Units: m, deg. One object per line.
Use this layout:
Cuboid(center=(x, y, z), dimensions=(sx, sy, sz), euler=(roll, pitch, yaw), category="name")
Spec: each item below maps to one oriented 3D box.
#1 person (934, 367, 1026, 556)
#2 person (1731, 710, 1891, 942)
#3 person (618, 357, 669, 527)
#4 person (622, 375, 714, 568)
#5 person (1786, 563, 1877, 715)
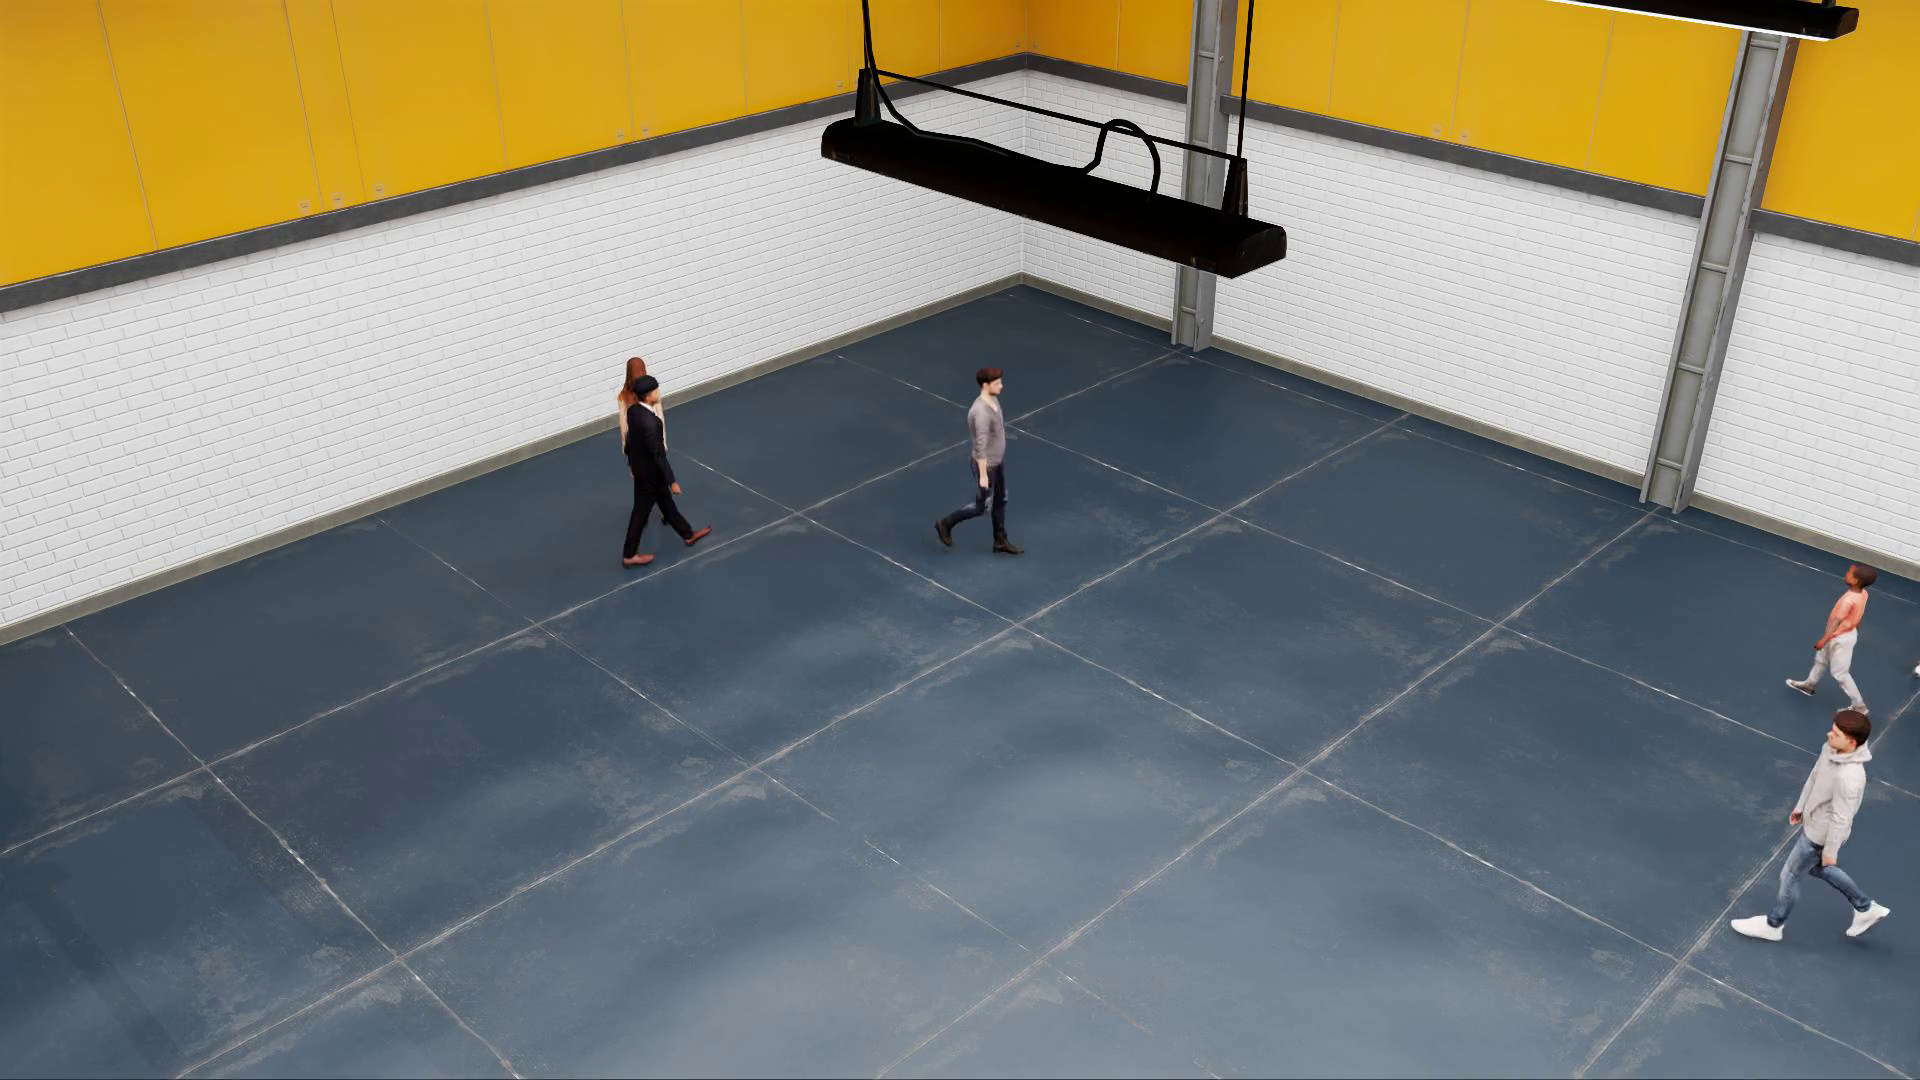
Cuboid(center=(0.170, -0.709, 15.372), dimensions=(1.216, 1.879, 1.034), euler=(7, 29, 12), category="person")
Cuboid(center=(5.641, 1.875, 10.685), dimensions=(1.254, 1.830, 1.015), euler=(8, 30, 15), category="person")
Cuboid(center=(-3.023, -0.936, 15.954), dimensions=(0.653, 1.718, 0.680), euler=(-4, 29, -8), category="person")
Cuboid(center=(-2.947, -0.589, 15.194), dimensions=(1.058, 1.837, 1.193), euler=(-12, 31, -20), category="person")
Cuboid(center=(7.061, 0.802, 13.207), dimensions=(0.489, 1.299, 0.886), euler=(-25, 37, -37), category="person")
